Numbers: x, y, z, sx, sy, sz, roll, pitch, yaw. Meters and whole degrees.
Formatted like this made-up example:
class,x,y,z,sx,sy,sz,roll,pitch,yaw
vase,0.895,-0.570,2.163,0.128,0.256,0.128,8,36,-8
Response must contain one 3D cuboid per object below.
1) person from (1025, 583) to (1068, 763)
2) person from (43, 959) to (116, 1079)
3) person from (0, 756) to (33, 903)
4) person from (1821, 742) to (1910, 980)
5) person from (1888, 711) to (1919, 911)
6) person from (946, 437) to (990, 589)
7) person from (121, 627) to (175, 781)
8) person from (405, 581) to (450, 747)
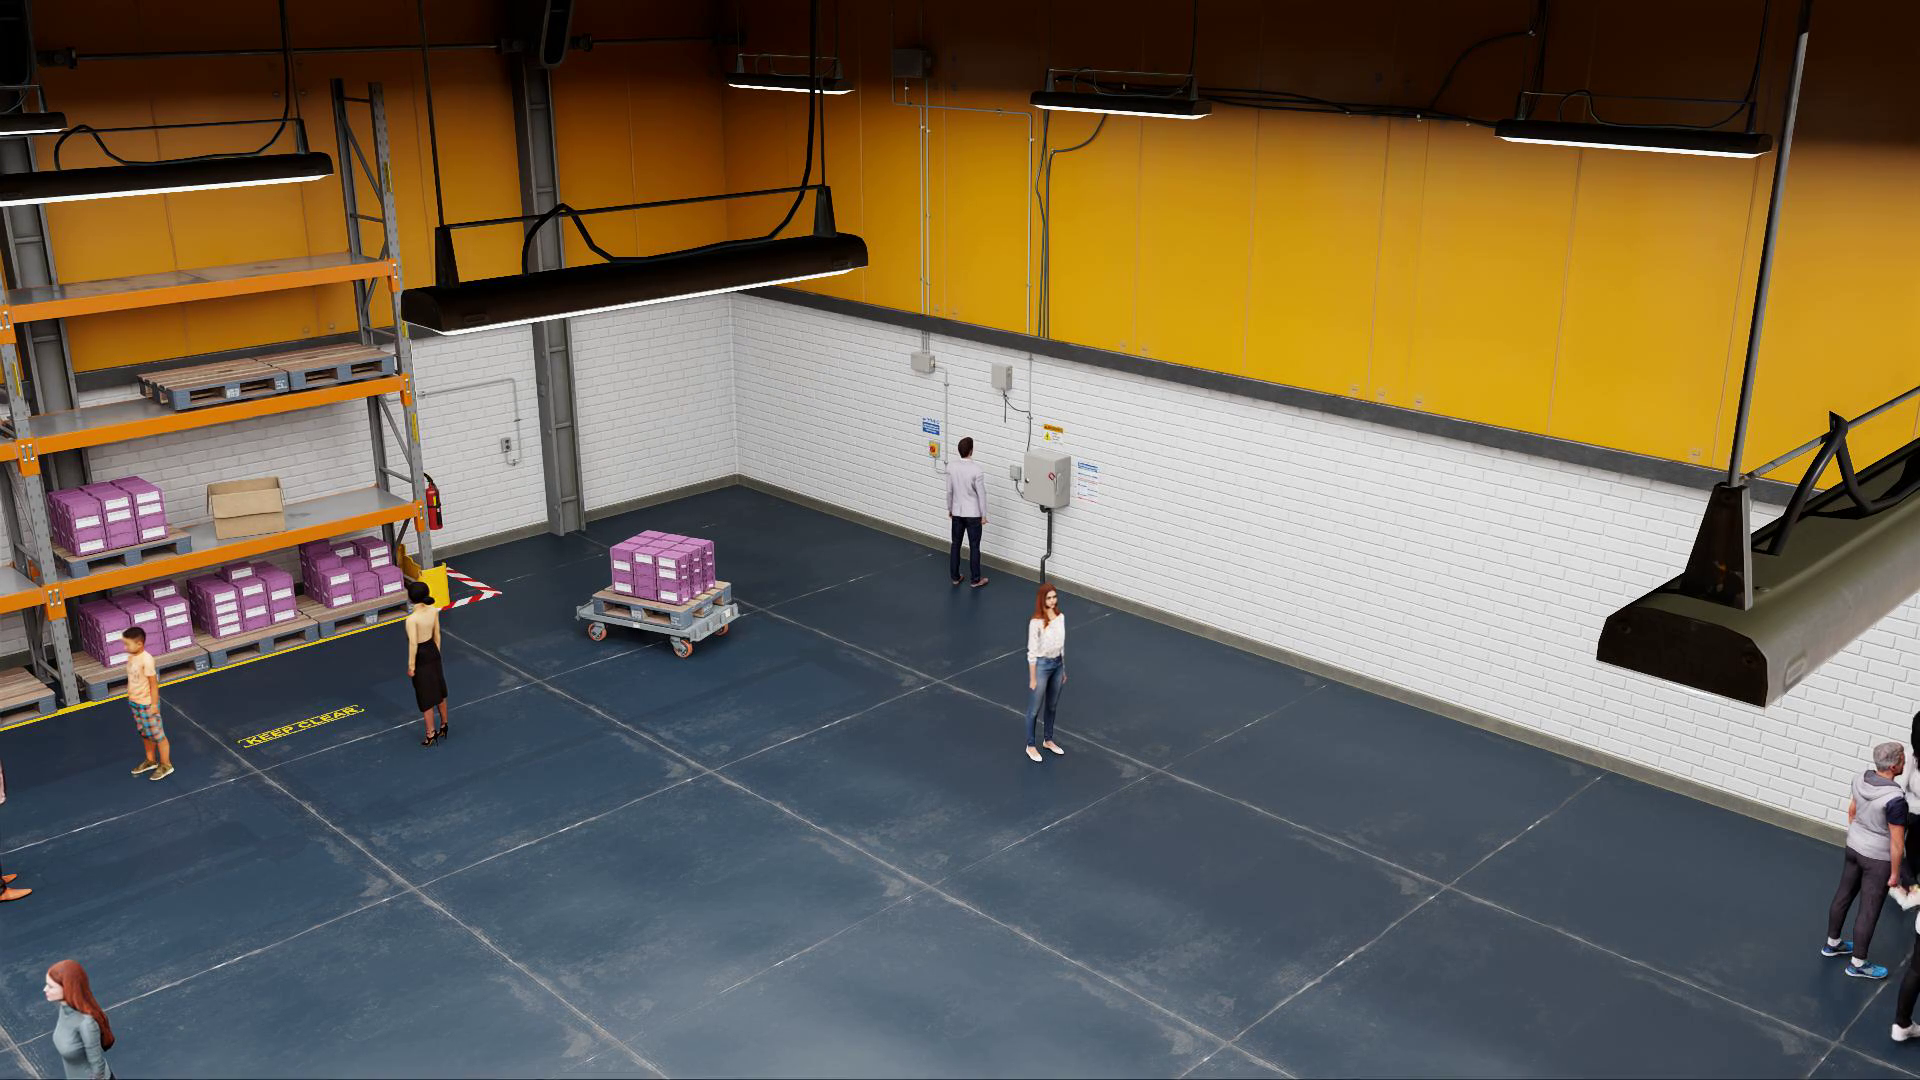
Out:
class,x,y,z,sx,sy,sz,roll,pitch,yaw
person,0.814,1.223,15.693,0.493,1.728,0.673,-13,22,-33
person,-5.082,3.223,9.729,0.539,1.743,0.590,-16,24,-39
person,-7.821,2.006,13.243,0.575,1.807,0.691,-16,25,-40
person,6.702,2.324,12.263,0.793,1.829,0.776,-3,19,-8
person,7.531,2.158,12.993,0.861,1.678,0.916,-3,19,-9
person,0.074,-0.345,20.152,0.742,1.853,0.690,9,21,26
person,-7.519,1.478,15.351,0.564,1.461,0.550,11,22,30
person,-5.127,1.175,15.950,0.714,1.653,0.592,8,20,22
